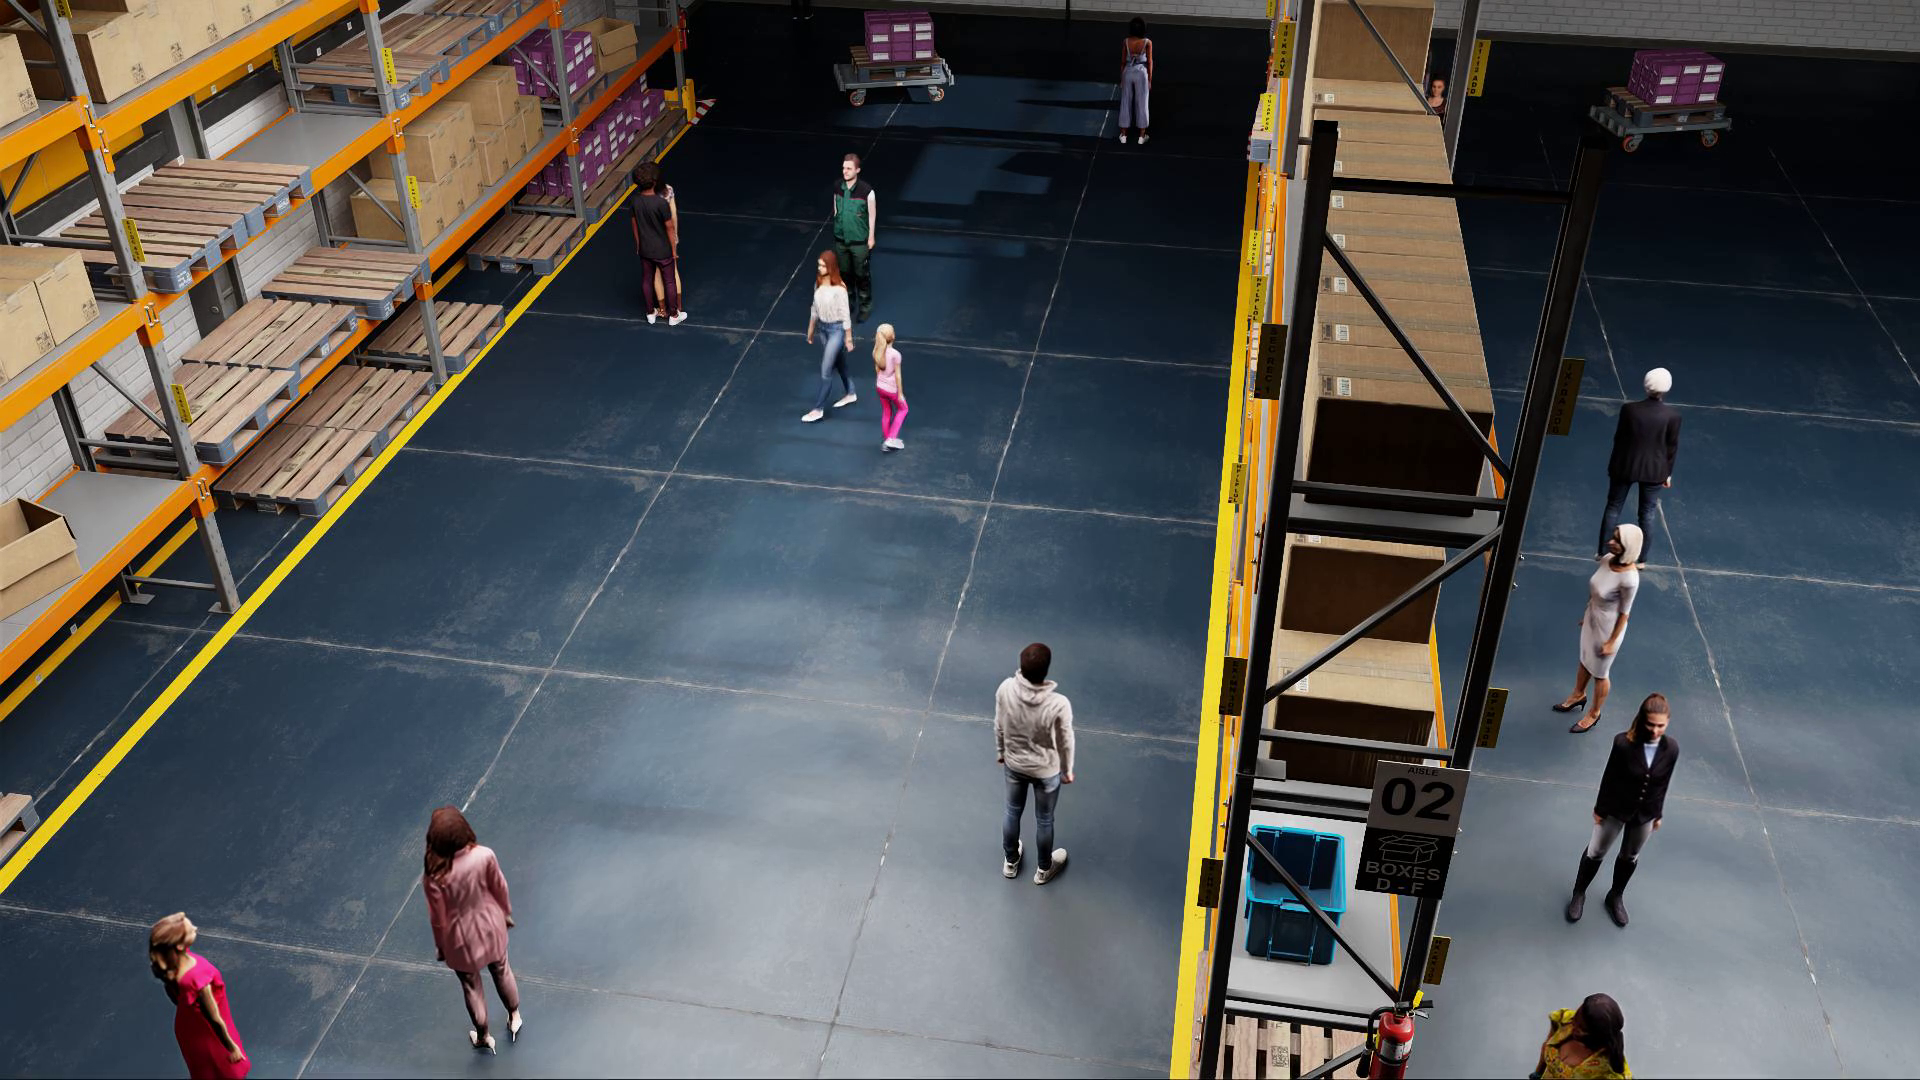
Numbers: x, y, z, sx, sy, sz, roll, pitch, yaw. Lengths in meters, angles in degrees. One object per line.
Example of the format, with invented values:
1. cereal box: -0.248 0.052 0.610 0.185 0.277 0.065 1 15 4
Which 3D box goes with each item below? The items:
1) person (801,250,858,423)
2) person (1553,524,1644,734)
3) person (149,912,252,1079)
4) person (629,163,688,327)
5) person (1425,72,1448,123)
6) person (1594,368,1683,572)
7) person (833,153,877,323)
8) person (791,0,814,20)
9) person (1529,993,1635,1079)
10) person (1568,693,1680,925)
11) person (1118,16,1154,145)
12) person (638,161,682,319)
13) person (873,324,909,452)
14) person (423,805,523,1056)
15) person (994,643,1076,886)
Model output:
1. person: -1.148 -2.008 15.995 1.058 1.699 0.964 -24 40 -31
2. person: 4.643 0.622 11.993 0.694 1.749 0.559 -6 34 -8
3. person: -4.065 2.659 8.946 0.660 1.728 0.679 23 40 31
4. person: -3.231 -3.129 17.610 0.612 1.777 0.569 7 34 11
5. person: 5.717 -4.872 20.326 0.564 1.672 0.546 6 34 9
6. person: 5.309 -0.528 12.892 0.776 1.778 0.679 15 36 21
7. person: -1.136 -3.227 17.697 0.701 1.843 0.676 14 36 20
8. person: -2.624 -9.246 27.100 0.602 1.458 0.552 1 34 2
9. person: 3.150 2.934 8.593 1.057 1.660 0.956 -14 36 -20
10. person: 4.176 1.696 10.393 0.568 1.729 0.540 4 34 6
11. person: 2.345 -6.154 22.235 0.580 1.695 0.501 7 34 10
12. person: -3.204 -3.210 17.772 0.664 1.733 0.731 -22 40 -30
13. person: -0.699 -1.390 15.460 0.599 1.261 0.631 27 42 34
14. person: -2.784 2.243 9.505 0.680 1.802 0.747 -22 40 -30
15. person: 0.456 1.433 10.678 0.709 1.853 0.620 11 35 16
